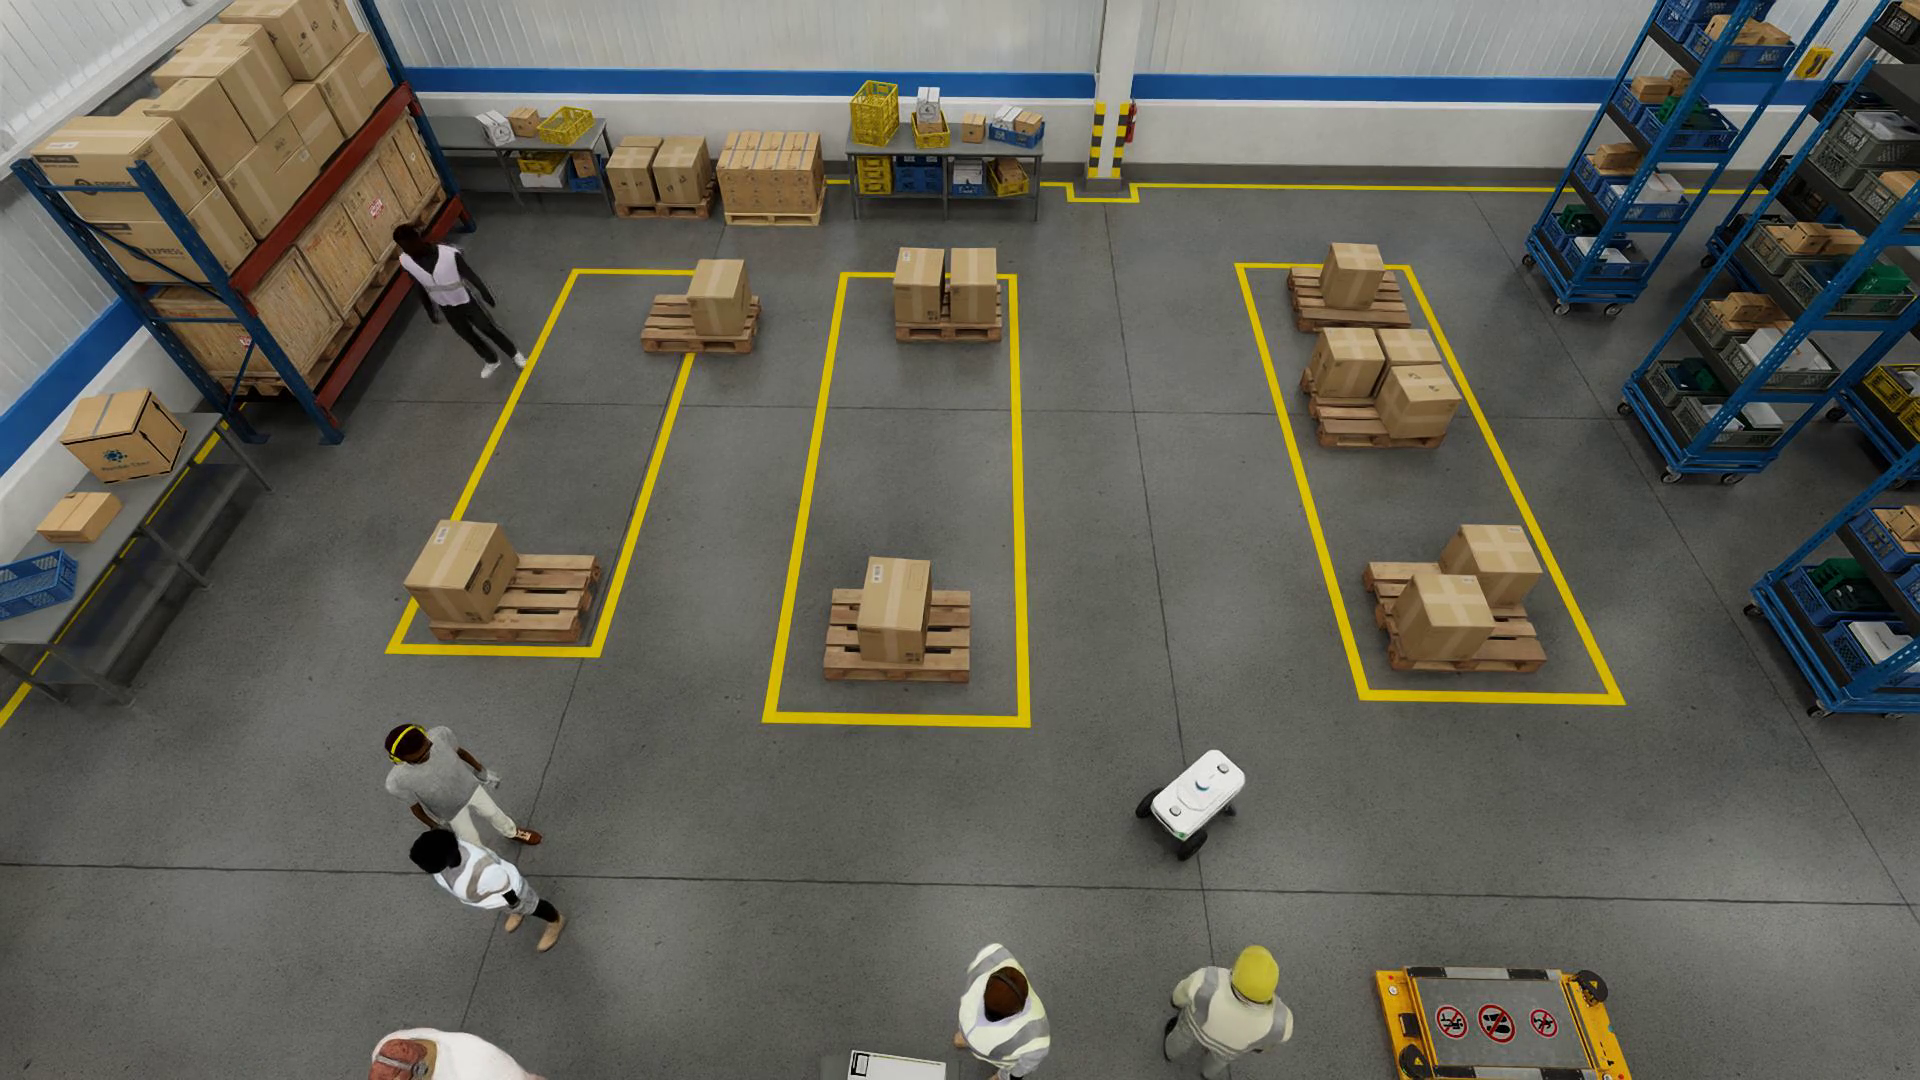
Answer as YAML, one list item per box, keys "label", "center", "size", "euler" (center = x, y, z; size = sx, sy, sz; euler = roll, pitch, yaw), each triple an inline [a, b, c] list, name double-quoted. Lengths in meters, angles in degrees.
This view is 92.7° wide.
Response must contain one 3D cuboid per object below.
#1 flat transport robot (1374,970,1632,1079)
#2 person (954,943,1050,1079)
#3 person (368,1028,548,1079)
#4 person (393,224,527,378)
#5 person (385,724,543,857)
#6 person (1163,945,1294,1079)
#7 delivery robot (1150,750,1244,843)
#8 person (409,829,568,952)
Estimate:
- label: "flat transport robot"
  center: [3.501, 3.133, 5.914]
  size: [1.431, 0.197, 0.652]
  euler: [1, 51, 1]
- label: "person"
  center: [0.210, 2.765, 5.206]
  size: [0.429, 1.847, 0.627]
  euler: [-25, 55, -19]
- label: "person"
  center: [-2.656, 2.996, 4.980]
  size: [0.652, 1.904, 0.402]
  euler: [4, 51, 4]
- label: "person"
  center: [-5.184, -2.463, 9.448]
  size: [0.649, 1.873, 0.458]
  euler: [-5, 51, -4]
- label: "person"
  center: [-3.287, 1.716, 6.050]
  size: [0.329, 1.865, 0.512]
  euler: [16, 53, 13]
- label: "person"
  center: [1.495, 2.732, 5.258]
  size: [0.603, 1.820, 0.408]
  euler: [21, 54, 17]
- label: "delivery robot"
  center: [1.736, 1.866, 6.707]
  size: [0.707, 0.478, 0.477]
  euler: [-32, 58, -23]
- label: "person"
  center: [-2.964, 2.187, 5.779]
  size: [0.537, 1.689, 0.322]
  euler: [19, 53, 15]
